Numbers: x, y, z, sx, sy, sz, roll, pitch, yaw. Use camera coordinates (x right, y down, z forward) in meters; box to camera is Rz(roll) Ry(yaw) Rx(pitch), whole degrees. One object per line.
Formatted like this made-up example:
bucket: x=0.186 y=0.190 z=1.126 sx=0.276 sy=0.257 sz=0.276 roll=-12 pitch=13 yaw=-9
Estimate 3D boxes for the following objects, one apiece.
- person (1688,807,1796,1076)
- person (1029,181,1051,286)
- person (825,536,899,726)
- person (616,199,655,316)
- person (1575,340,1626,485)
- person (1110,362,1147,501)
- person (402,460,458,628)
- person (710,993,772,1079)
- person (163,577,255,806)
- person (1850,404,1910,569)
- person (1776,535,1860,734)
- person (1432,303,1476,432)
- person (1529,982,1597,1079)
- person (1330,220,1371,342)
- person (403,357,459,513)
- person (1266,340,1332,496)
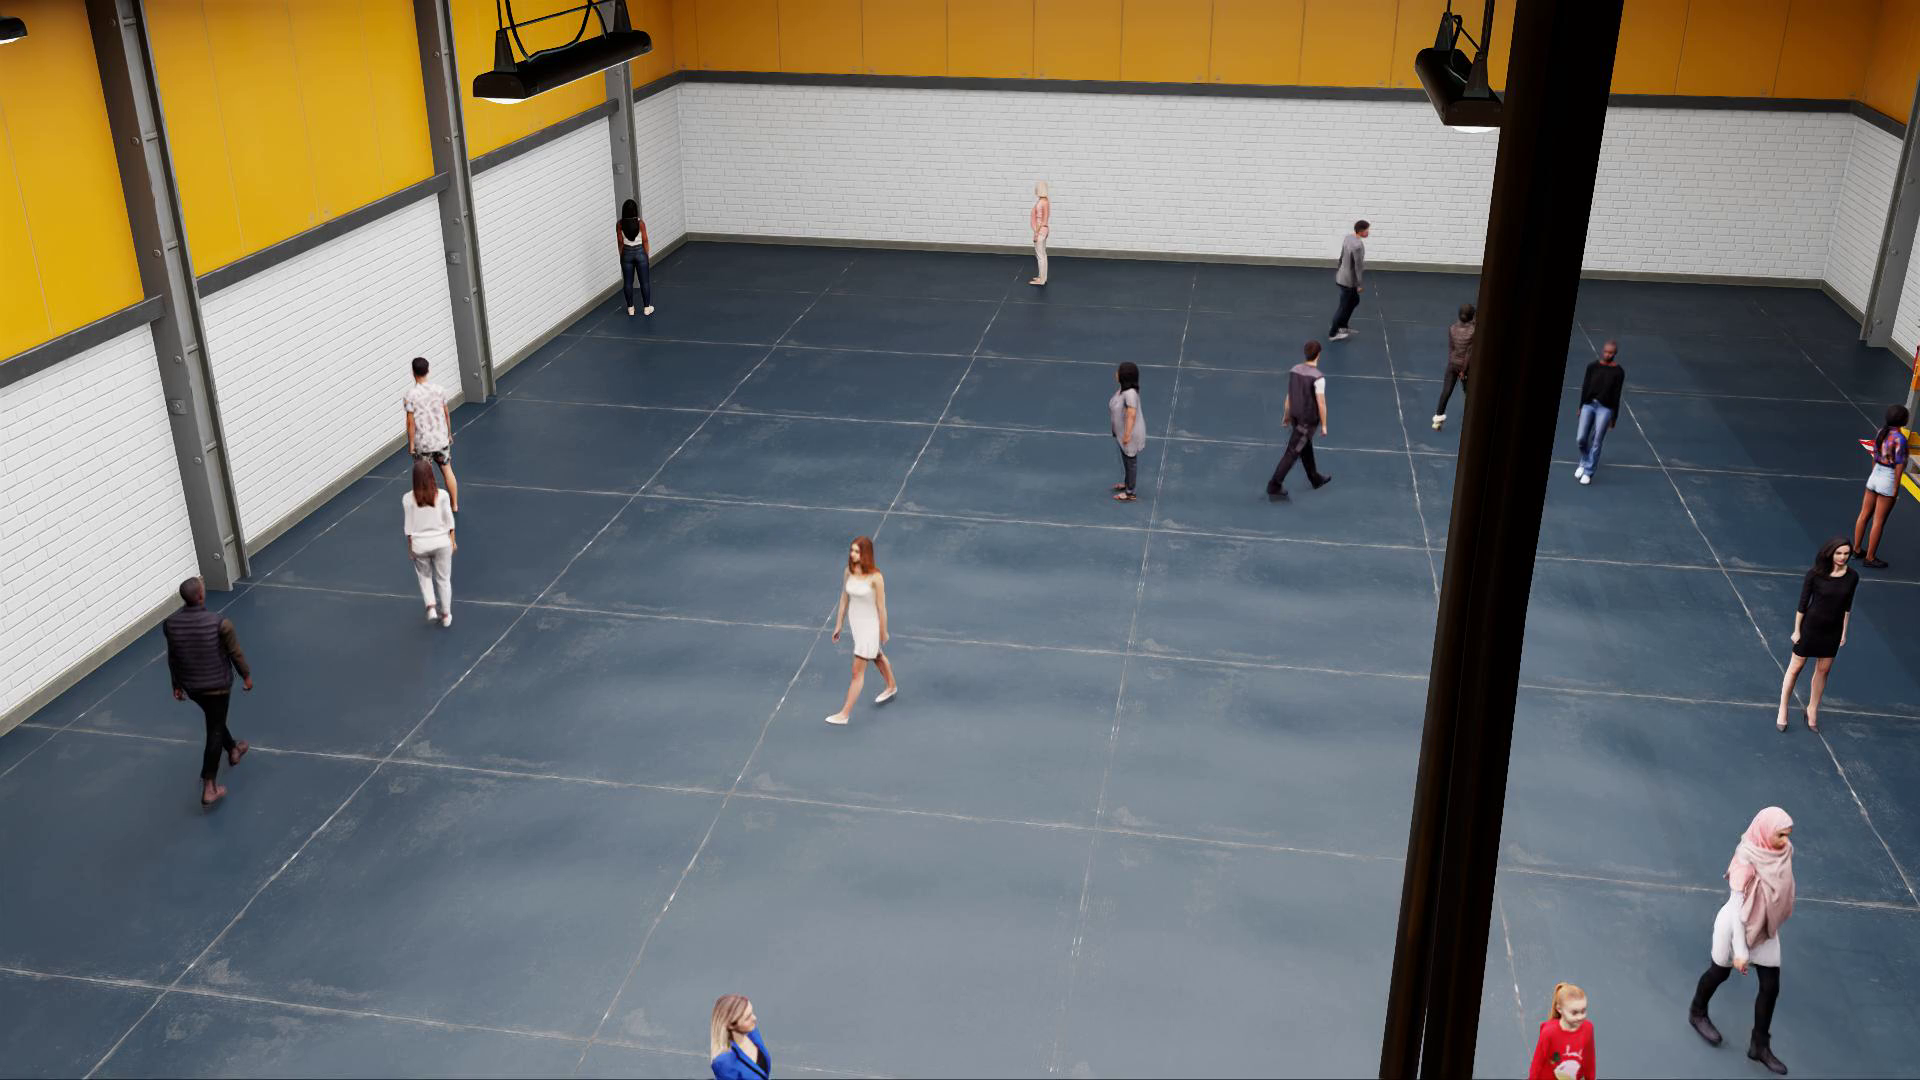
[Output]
person: x=4.840 y=2.406 z=10.407 sx=0.900 sy=1.777 sz=1.039 roll=-8 pitch=25 yaw=-17
person: x=1.348 y=-5.129 z=27.711 sx=0.676 sy=1.724 sz=0.485 roll=6 pitch=24 yaw=14
person: x=-0.757 y=0.736 z=14.380 sx=0.978 sy=1.655 sz=1.203 roll=21 pitch=31 yaw=39
person: x=-5.086 y=-4.419 z=25.981 sx=0.677 sy=1.808 sz=0.653 roll=0 pitch=24 yaw=0
person: x=7.479 y=-1.524 z=19.446 sx=0.725 sy=1.739 sz=0.744 roll=16 pitch=28 yaw=33
person: x=1.946 y=-1.267 z=19.018 sx=0.685 sy=1.609 sz=0.588 roll=3 pitch=24 yaw=8
person: x=-5.044 y=0.064 z=15.886 sx=0.724 sy=1.679 sz=0.754 roll=-7 pitch=25 yaw=-16
person: x=-1.262 y=3.125 z=8.875 sx=0.761 sy=1.685 sz=0.748 roll=1 pitch=24 yaw=3
person: x=-5.966 y=1.213 z=13.126 sx=0.826 sy=1.784 sz=1.224 roll=1 pitch=24 yaw=2
person: x=9.584 y=-0.578 z=17.278 sx=0.707 sy=1.741 sz=0.559 roll=-3 pitch=24 yaw=-7
person: x=7.263 y=0.792 z=14.062 sx=0.600 sy=1.806 sz=0.499 roll=2 pitch=24 yaw=5
person: x=6.420 y=-2.226 z=21.146 sx=1.116 sy=1.663 sz=0.923 roll=6 pitch=24 yaw=12
person: x=3.399 y=3.070 z=9.546 sx=0.753 sy=1.249 sz=0.951 roll=-7 pitch=25 yaw=-16
person: x=5.720 y=-3.852 z=24.645 sx=0.877 sy=1.839 sz=0.725 roll=-6 pitch=24 yaw=-13
person: x=-5.883 y=-1.141 z=18.475 sx=0.714 sy=1.814 sz=0.810 roll=-20 pitch=31 yaw=-38
person: x=3.834 y=-1.326 z=18.915 sx=1.209 sy=1.801 sz=1.202 roll=-13 pitch=27 yaw=-27
